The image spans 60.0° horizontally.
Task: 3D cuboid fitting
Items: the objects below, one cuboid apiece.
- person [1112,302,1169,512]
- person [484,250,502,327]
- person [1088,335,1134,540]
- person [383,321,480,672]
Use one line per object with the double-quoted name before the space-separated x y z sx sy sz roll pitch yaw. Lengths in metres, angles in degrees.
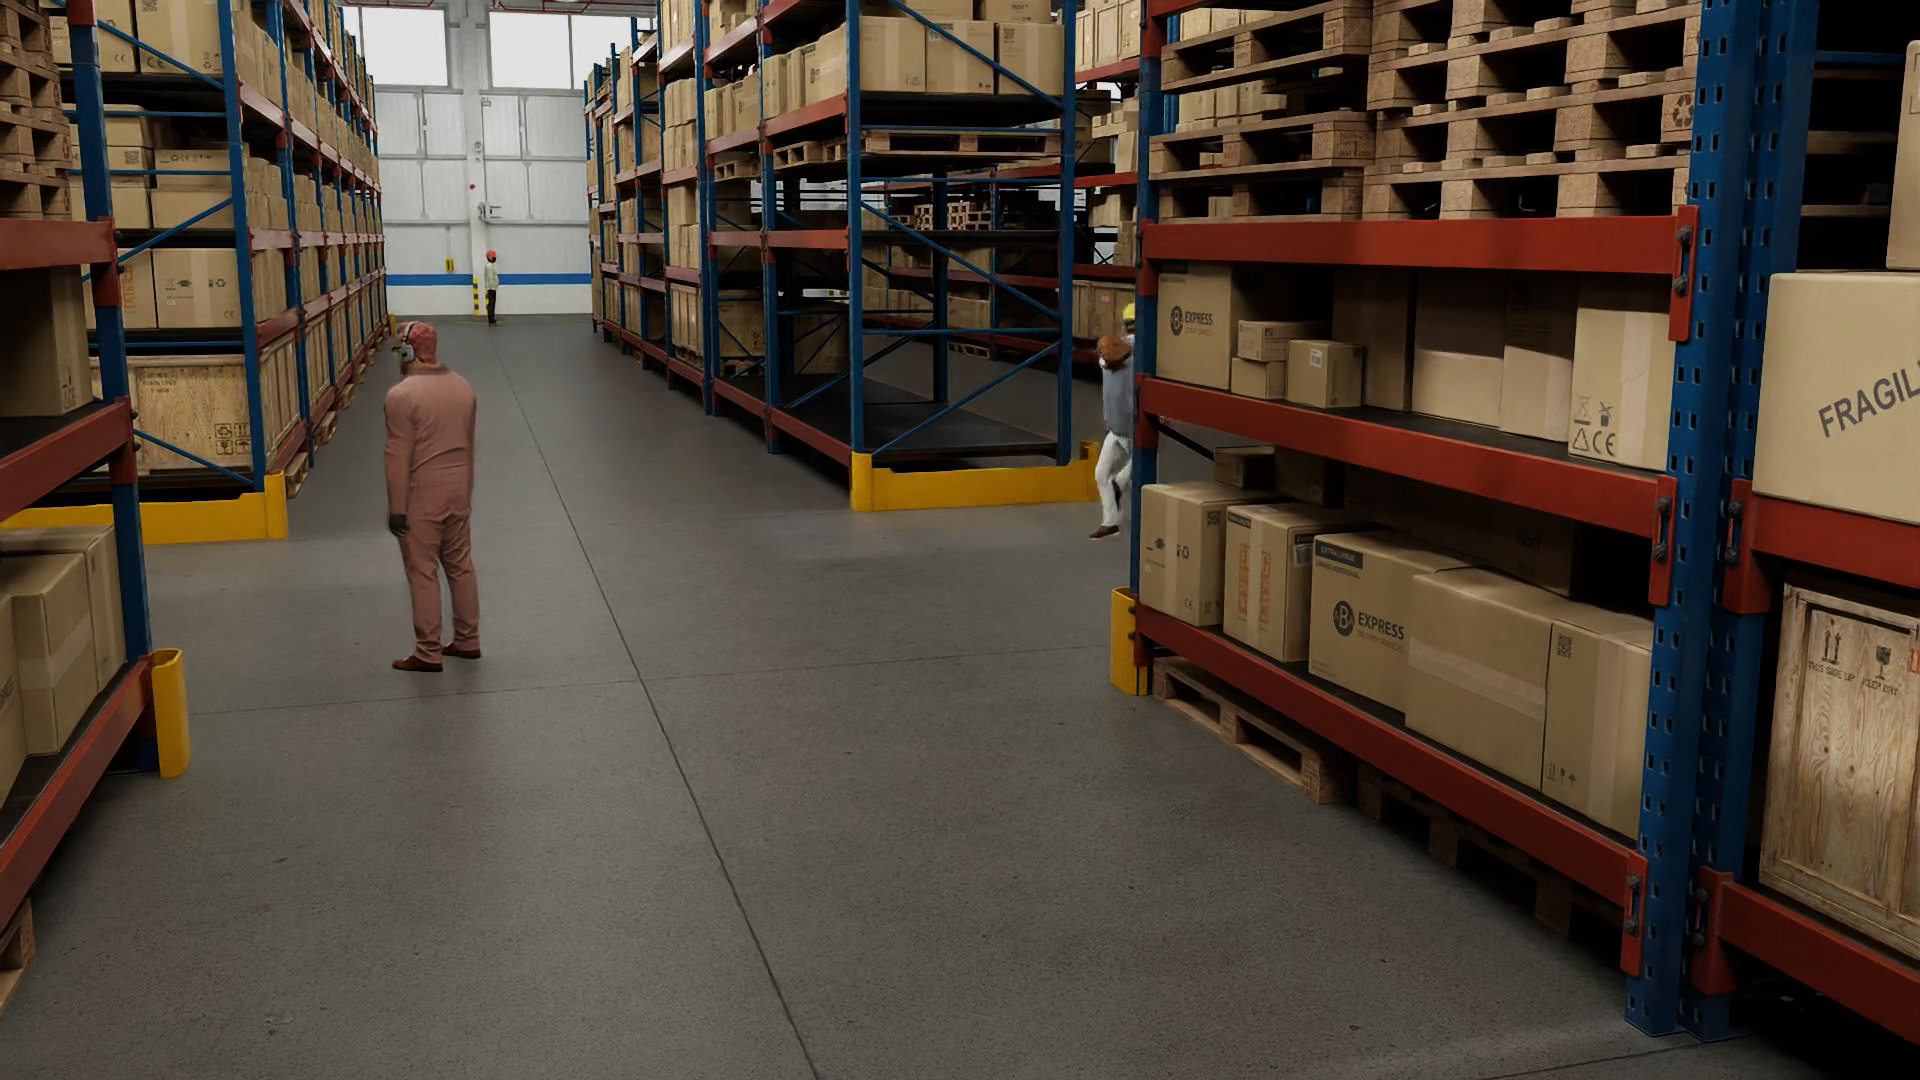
"person" 1.454 -1.096 14.042 0.691 1.799 0.603 -9 13 -40
"person" -12.216 -6.557 43.442 0.380 1.995 0.611 -4 11 -20
"person" 1.261 -0.771 12.808 0.592 1.591 0.626 -6 12 -29
"person" -2.900 -0.237 9.072 0.398 1.899 0.649 4 11 23
